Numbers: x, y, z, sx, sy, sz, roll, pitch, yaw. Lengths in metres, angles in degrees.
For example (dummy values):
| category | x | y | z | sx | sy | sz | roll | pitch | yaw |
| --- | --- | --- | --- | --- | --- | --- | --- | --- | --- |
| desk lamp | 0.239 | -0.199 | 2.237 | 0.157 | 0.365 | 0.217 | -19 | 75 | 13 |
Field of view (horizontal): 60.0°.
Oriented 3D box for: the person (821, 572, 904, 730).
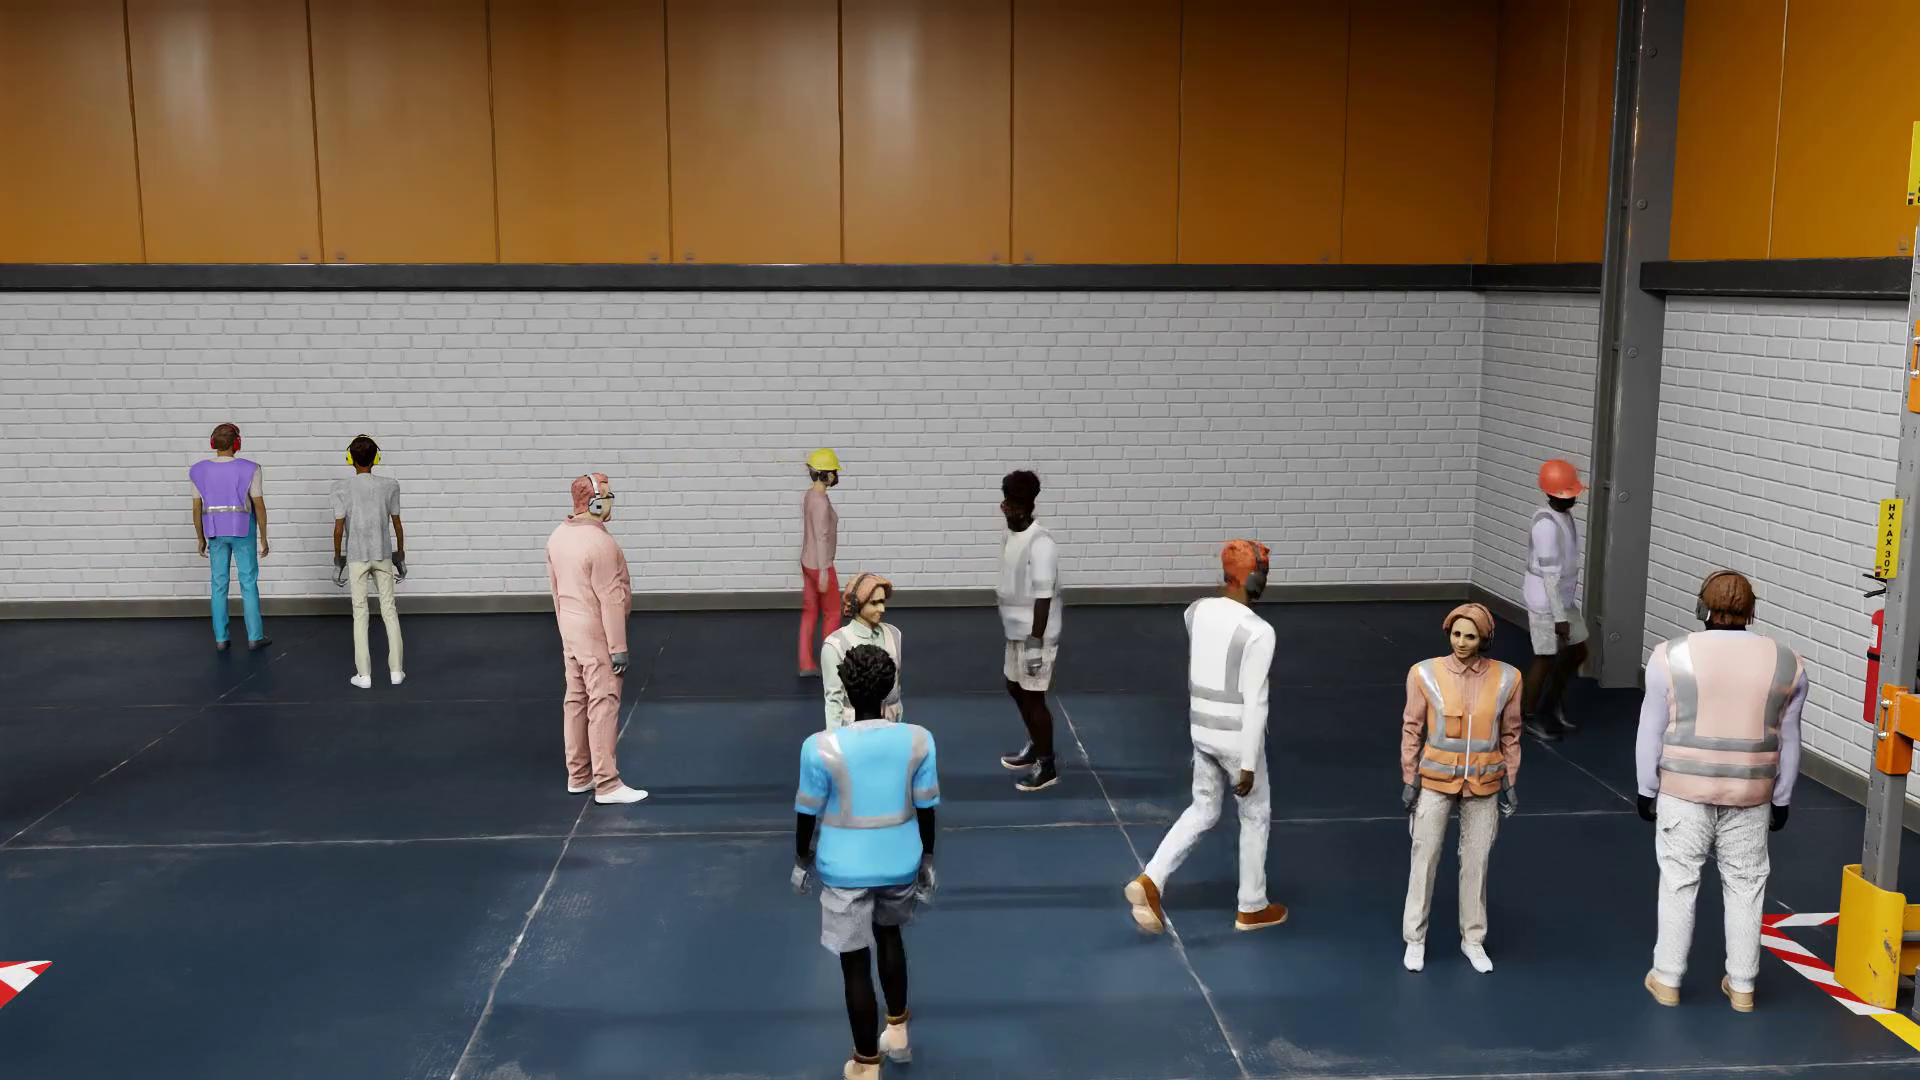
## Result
| category | x | y | z | sx | sy | sz | roll | pitch | yaw |
| --- | --- | --- | --- | --- | --- | --- | --- | --- | --- |
| person | -0.455 | 0.965 | 7.921 | 0.307 | 1.638 | 0.512 | 7 | 11 | 38 |

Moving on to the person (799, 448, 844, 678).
| category | x | y | z | sx | sy | sz | roll | pitch | yaw |
| --- | --- | --- | --- | --- | --- | --- | --- | --- | --- |
| person | -1.003 | 0.189 | 12.428 | 0.418 | 1.762 | 0.541 | -3 | 9 | -17 |

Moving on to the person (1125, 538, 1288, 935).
| category | x | y | z | sx | sy | sz | roll | pitch | yaw |
| --- | --- | --- | --- | --- | --- | --- | --- | --- | --- |
| person | 1.157 | 0.913 | 7.559 | 0.784 | 1.858 | 0.570 | -6 | 11 | -33 |

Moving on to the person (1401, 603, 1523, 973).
| category | x | y | z | sx | sy | sz | roll | pitch | yaw |
| --- | --- | --- | --- | --- | --- | --- | --- | --- | --- |
| person | 2.174 | 1.074 | 7.237 | 0.514 | 1.636 | 0.315 | 1 | 9 | 4 |

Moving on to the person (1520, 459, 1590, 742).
| category | x | y | z | sx | sy | sz | roll | pitch | yaw |
| --- | --- | --- | --- | --- | --- | --- | --- | --- | --- |
| person | 3.823 | 0.402 | 10.713 | 0.439 | 1.882 | 0.653 | 7 | 12 | 38 |

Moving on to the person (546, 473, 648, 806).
| category | x | y | z | sx | sy | sz | roll | pitch | yaw |
| --- | --- | --- | --- | --- | --- | --- | --- | --- | --- |
| person | -2.089 | 0.564 | 9.591 | 0.406 | 1.911 | 0.639 | -8 | 12 | -41 |

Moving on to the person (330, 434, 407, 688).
| category | x | y | z | sx | sy | sz | roll | pitch | yaw |
| --- | --- | --- | --- | --- | --- | --- | --- | --- | --- |
| person | -4.360 | 0.157 | 12.272 | 0.532 | 1.868 | 0.310 | -5 | 10 | -29 |

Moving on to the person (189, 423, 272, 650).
| category | x | y | z | sx | sy | sz | roll | pitch | yaw |
| --- | --- | --- | --- | --- | --- | --- | --- | --- | --- |
| person | -5.893 | -0.020 | 13.450 | 0.566 | 1.846 | 0.387 | -1 | 9 | -8 |

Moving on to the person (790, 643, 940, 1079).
| category | x | y | z | sx | sy | sz | roll | pitch | yaw |
| --- | --- | --- | --- | --- | --- | --- | --- | --- | --- |
| person | -0.369 | 1.215 | 6.234 | 0.539 | 1.681 | 0.520 | -4 | 10 | -25 |

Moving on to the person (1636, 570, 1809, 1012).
| category | x | y | z | sx | sy | sz | roll | pitch | yaw |
| --- | --- | --- | --- | --- | --- | --- | --- | --- | --- |
| person | 3.122 | 1.034 | 6.886 | 0.631 | 1.835 | 0.430 | 2 | 9 | 12 |

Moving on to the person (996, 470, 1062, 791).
| category | x | y | z | sx | sy | sz | roll | pitch | yaw |
| --- | --- | --- | --- | --- | --- | --- | --- | --- | --- |
| person | 0.407 | 0.526 | 9.779 | 0.477 | 1.923 | 0.672 | -3 | 9 | -18 |
